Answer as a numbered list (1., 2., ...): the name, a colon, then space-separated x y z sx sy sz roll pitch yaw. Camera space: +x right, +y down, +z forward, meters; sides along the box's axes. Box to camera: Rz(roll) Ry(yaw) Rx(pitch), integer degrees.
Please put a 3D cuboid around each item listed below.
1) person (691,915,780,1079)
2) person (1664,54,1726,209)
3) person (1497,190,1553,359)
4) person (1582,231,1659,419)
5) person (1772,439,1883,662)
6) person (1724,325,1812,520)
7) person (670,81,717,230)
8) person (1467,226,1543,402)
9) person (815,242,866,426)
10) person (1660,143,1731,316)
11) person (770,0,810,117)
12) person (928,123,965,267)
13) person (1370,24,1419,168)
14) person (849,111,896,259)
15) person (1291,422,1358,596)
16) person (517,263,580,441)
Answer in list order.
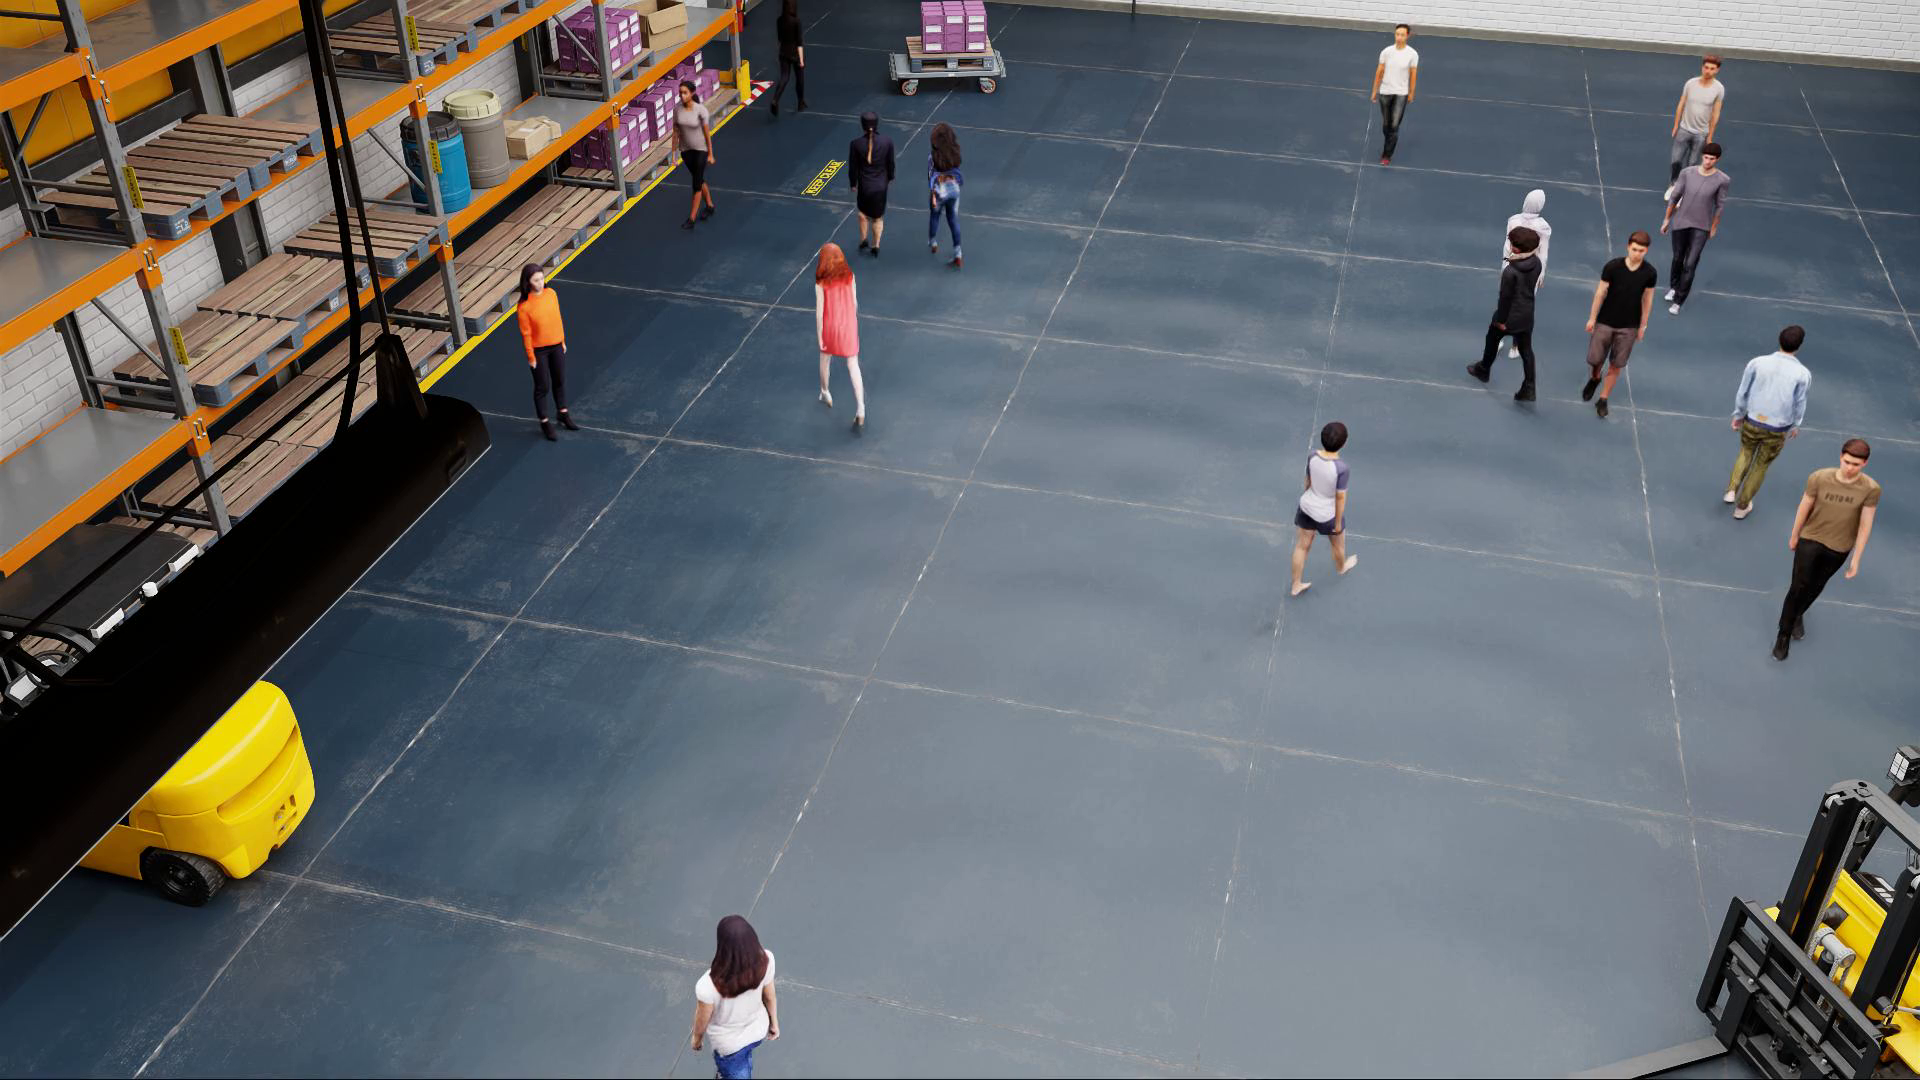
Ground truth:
1. person: -1.125 2.710 8.803 1.126 1.647 1.082 -25 41 -33
2. person: 8.933 -4.977 20.156 0.742 1.881 0.746 19 38 26
3. person: 5.672 -2.690 16.811 0.684 1.776 0.667 24 41 32
4. person: 6.280 -2.108 15.863 0.698 1.857 0.759 11 35 15
5. person: 6.635 -0.013 12.741 0.723 1.823 1.006 12 35 17
6. person: 6.854 -0.963 14.190 0.798 1.800 0.813 27 42 35
7. person: -3.110 -4.615 19.768 0.705 1.708 1.093 13 36 18
8. person: 5.411 -2.141 16.014 1.063 1.743 1.213 -12 35 -17
9. person: -1.087 -1.900 15.610 1.003 1.790 1.138 -13 36 -18
10. person: 7.880 -3.405 17.845 0.901 1.822 1.061 24 41 32
11. person: -2.377 -6.634 22.888 0.707 1.617 1.076 15 36 21
12. person: -0.133 -3.860 18.743 0.991 1.585 1.062 -20 39 -28
13. person: 5.628 -5.777 21.460 0.788 1.771 1.078 16 37 22
14. person: -0.979 -3.991 18.872 0.814 1.661 0.821 -5 34 -8
15. person: 2.853 -0.217 13.306 1.022 1.536 0.863 -29 43 -36
16. person: -3.867 -1.769 15.450 0.748 1.749 0.606 21 39 29
